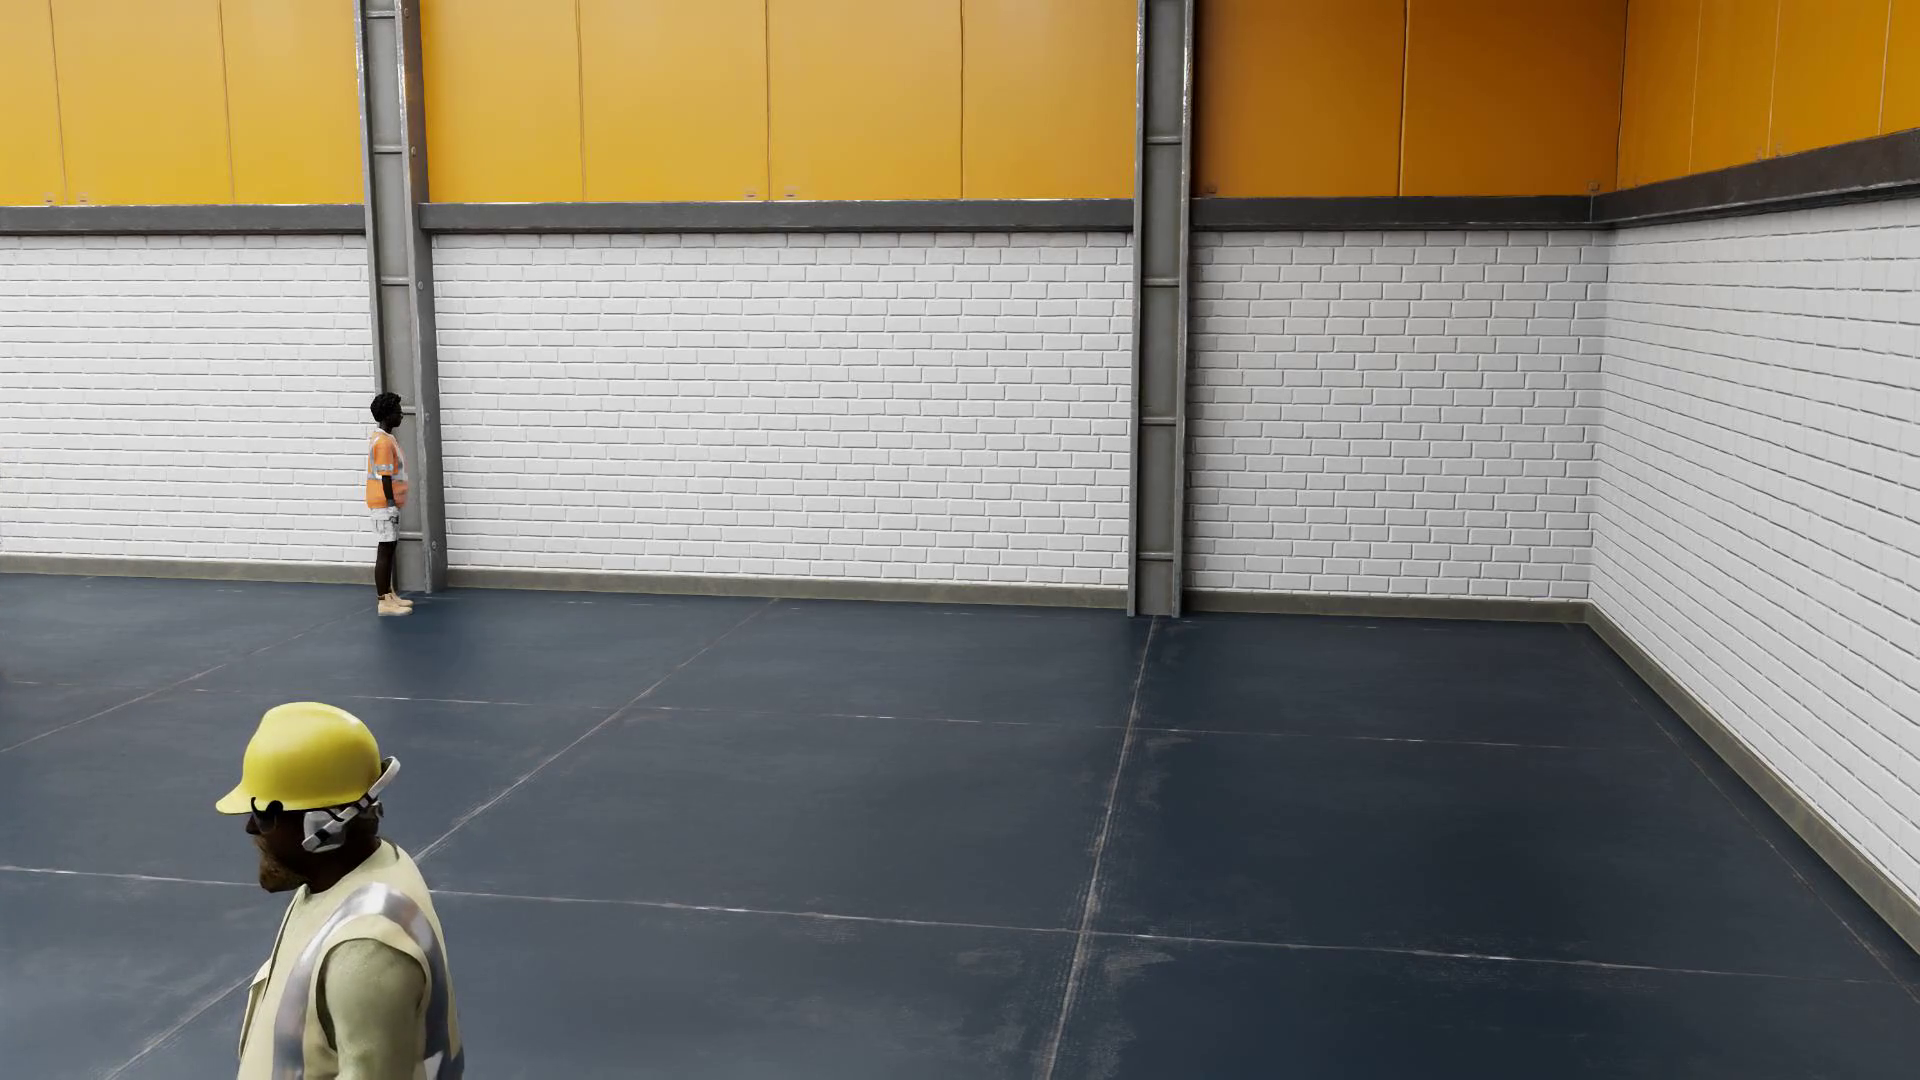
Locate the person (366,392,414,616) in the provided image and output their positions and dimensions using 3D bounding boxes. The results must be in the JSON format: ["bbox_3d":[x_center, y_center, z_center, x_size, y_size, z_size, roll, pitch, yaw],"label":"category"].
[{"bbox_3d":[-4.334,-0.272,12.608,0.320,1.694,0.532,-3,10,-16],"label":"person"}]

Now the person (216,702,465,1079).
[{"bbox_3d":[-1.146,1.196,3.154,0.403,1.824,0.594,-4,10,-24],"label":"person"}]
